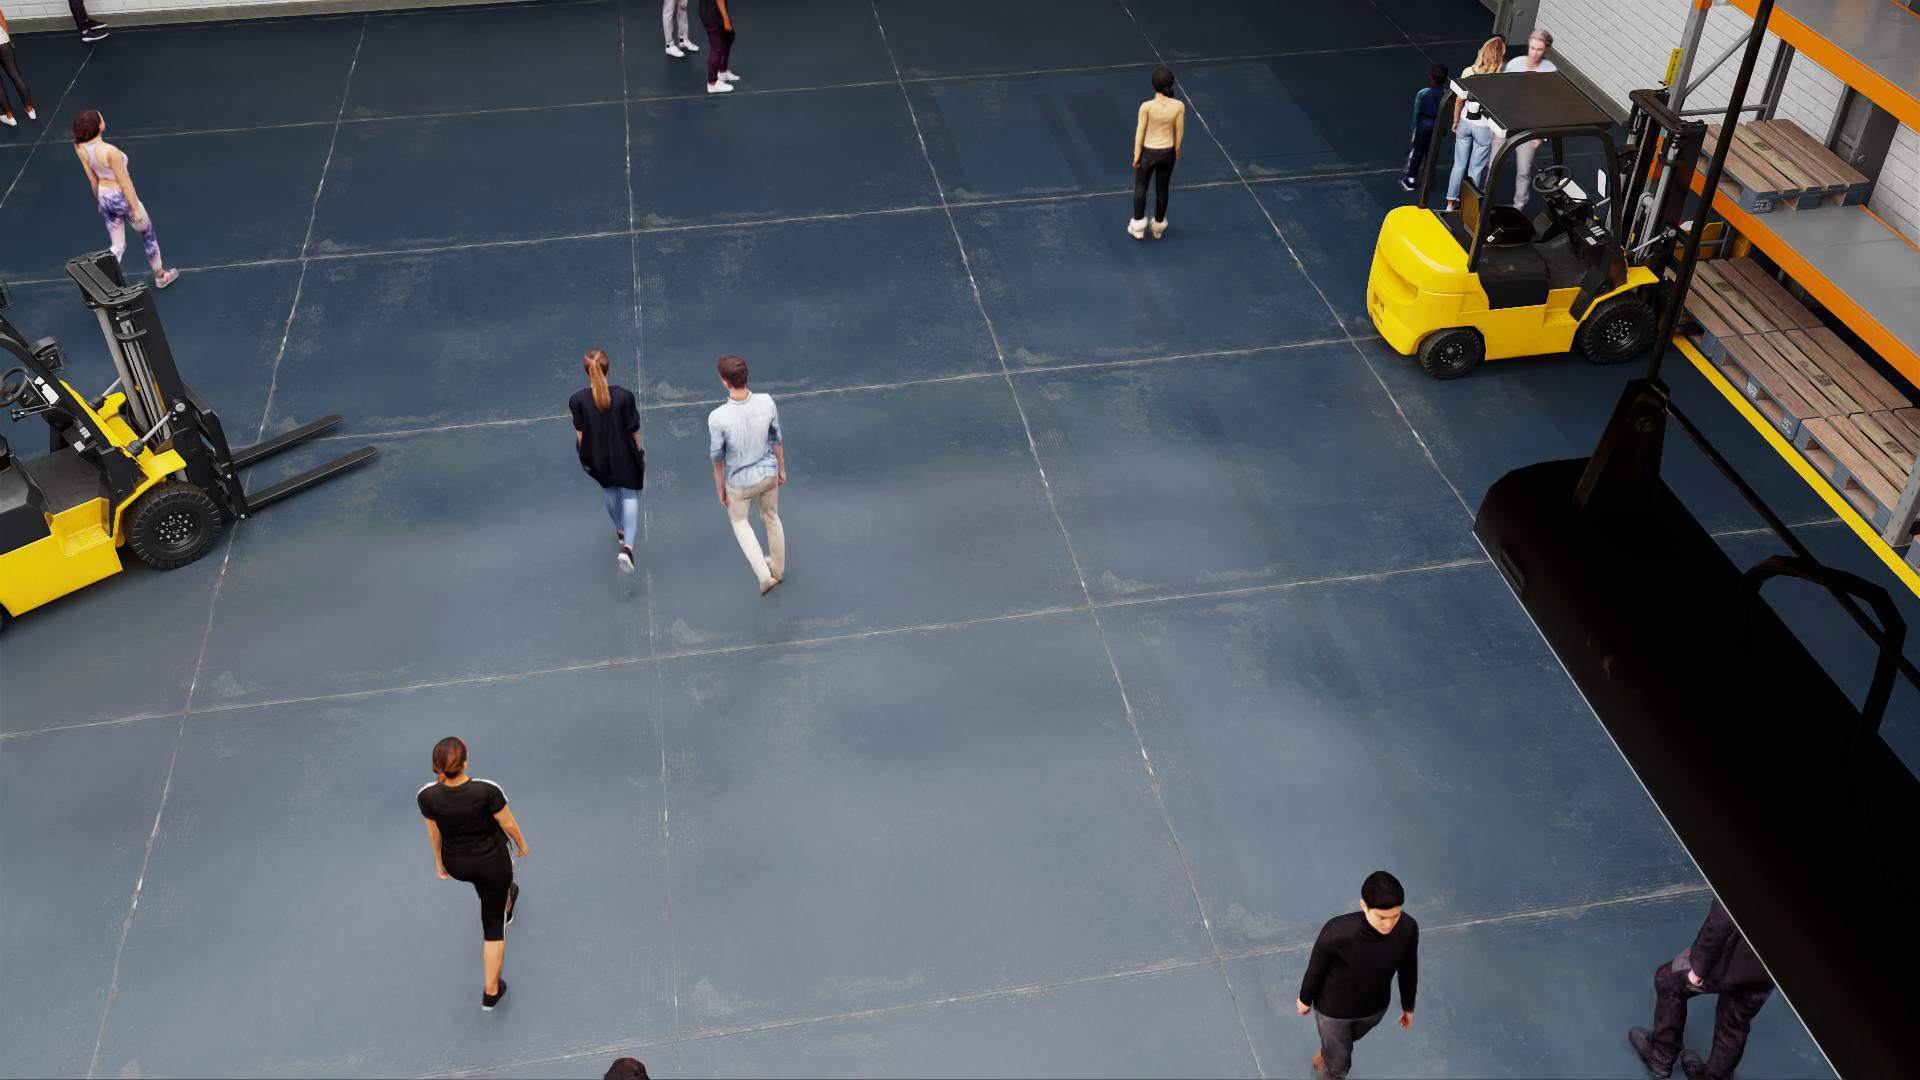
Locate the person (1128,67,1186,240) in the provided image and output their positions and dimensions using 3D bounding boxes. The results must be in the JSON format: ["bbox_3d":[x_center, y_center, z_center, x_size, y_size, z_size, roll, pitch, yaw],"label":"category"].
[{"bbox_3d":[1.805,-3.472,15.047,0.632,1.658,0.628,-3,39,-3],"label":"person"}]

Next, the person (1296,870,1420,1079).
[{"bbox_3d":[1.869,2.128,7.997,0.686,1.706,0.875,-8,39,-10],"label":"person"}]

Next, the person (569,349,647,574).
[{"bbox_3d":[-2.381,-0.520,11.345,0.659,1.665,1.004,-4,39,-5],"label":"person"}]

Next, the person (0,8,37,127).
[{"bbox_3d":[-9.945,-5.091,17.083,0.694,1.647,0.655,30,48,32],"label":"person"}]

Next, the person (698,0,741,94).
[{"bbox_3d":[-2.684,-5.620,17.648,0.728,1.769,0.584,-10,40,-13],"label":"person"}]

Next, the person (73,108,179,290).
[{"bbox_3d":[-7.195,-2.796,14.134,0.858,1.742,1.165,8,39,10],"label":"person"}]

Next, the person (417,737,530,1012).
[{"bbox_3d":[-2.501,1.710,8.580,0.738,1.631,1.156,0,39,0],"label":"person"}]

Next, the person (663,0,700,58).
[{"bbox_3d":[-3.195,-6.325,18.477,0.788,1.836,0.722,23,44,26],"label":"person"}]

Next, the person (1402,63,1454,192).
[{"bbox_3d":[4.513,-3.972,15.998,0.549,1.253,0.547,5,39,6],"label":"person"}]

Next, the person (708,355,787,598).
[{"bbox_3d":[-1.366,-0.358,11.012,0.805,1.828,0.930,-14,41,-17],"label":"person"}]

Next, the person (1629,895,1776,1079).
[{"bbox_3d":[3.727,2.071,7.922,0.715,1.889,0.715,-4,39,-4],"label":"person"}]

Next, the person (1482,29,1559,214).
[{"bbox_3d":[5.126,-3.789,15.260,0.731,1.887,0.776,21,43,24],"label":"person"}]

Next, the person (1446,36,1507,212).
[{"bbox_3d":[4.792,-3.824,15.437,0.684,1.722,0.767,28,46,31],"label":"person"}]
